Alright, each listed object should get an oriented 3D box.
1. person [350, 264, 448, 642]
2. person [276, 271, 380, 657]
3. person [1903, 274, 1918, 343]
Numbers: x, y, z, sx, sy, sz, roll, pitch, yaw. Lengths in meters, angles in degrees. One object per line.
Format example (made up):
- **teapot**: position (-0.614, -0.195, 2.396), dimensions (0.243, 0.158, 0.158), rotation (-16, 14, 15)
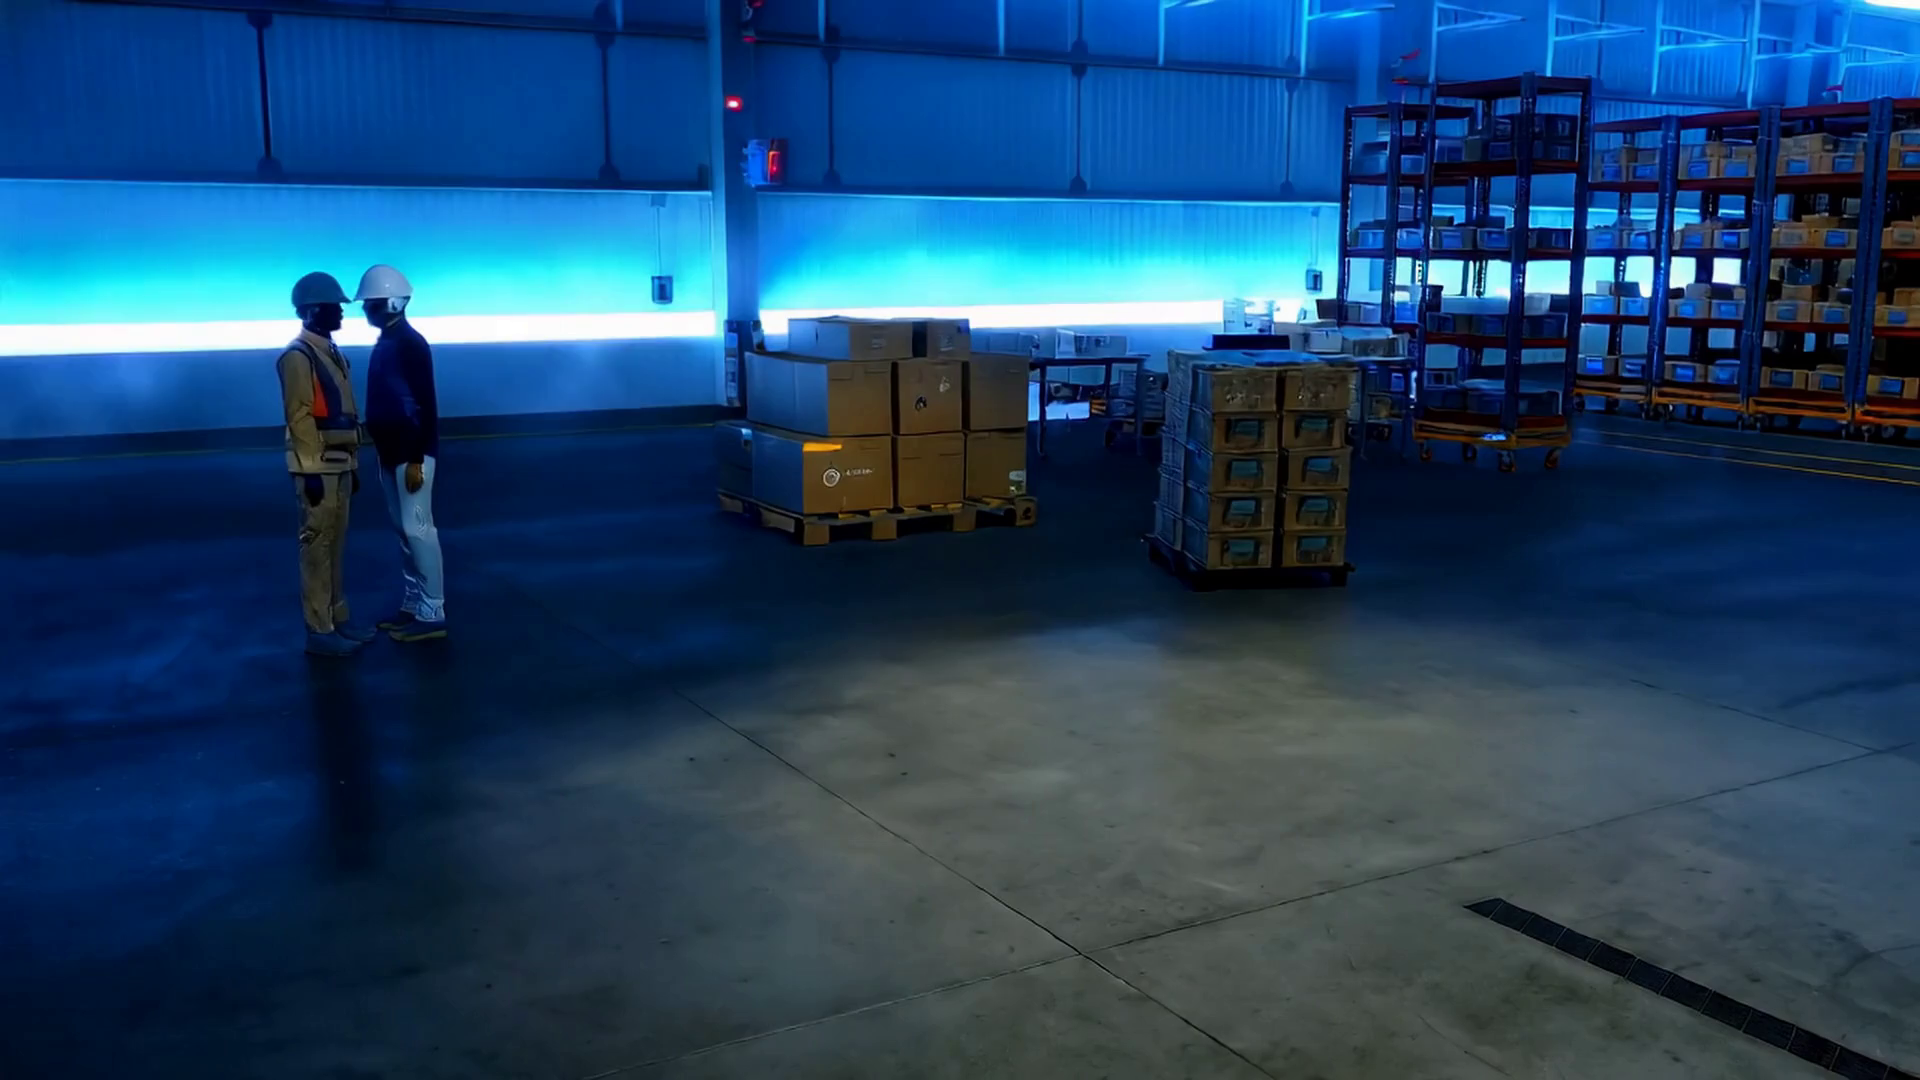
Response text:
- **person**: position (-2.970, -0.455, 8.800), dimensions (0.402, 1.987, 0.608), rotation (-8, 13, -37)
- **person**: position (-3.249, -0.388, 8.503), dimensions (0.380, 1.951, 0.603), rotation (-1, 10, -3)
- **person**: position (16.070, -3.737, 27.915), dimensions (1.009, 1.782, 0.586), rotation (-4, 11, -22)
